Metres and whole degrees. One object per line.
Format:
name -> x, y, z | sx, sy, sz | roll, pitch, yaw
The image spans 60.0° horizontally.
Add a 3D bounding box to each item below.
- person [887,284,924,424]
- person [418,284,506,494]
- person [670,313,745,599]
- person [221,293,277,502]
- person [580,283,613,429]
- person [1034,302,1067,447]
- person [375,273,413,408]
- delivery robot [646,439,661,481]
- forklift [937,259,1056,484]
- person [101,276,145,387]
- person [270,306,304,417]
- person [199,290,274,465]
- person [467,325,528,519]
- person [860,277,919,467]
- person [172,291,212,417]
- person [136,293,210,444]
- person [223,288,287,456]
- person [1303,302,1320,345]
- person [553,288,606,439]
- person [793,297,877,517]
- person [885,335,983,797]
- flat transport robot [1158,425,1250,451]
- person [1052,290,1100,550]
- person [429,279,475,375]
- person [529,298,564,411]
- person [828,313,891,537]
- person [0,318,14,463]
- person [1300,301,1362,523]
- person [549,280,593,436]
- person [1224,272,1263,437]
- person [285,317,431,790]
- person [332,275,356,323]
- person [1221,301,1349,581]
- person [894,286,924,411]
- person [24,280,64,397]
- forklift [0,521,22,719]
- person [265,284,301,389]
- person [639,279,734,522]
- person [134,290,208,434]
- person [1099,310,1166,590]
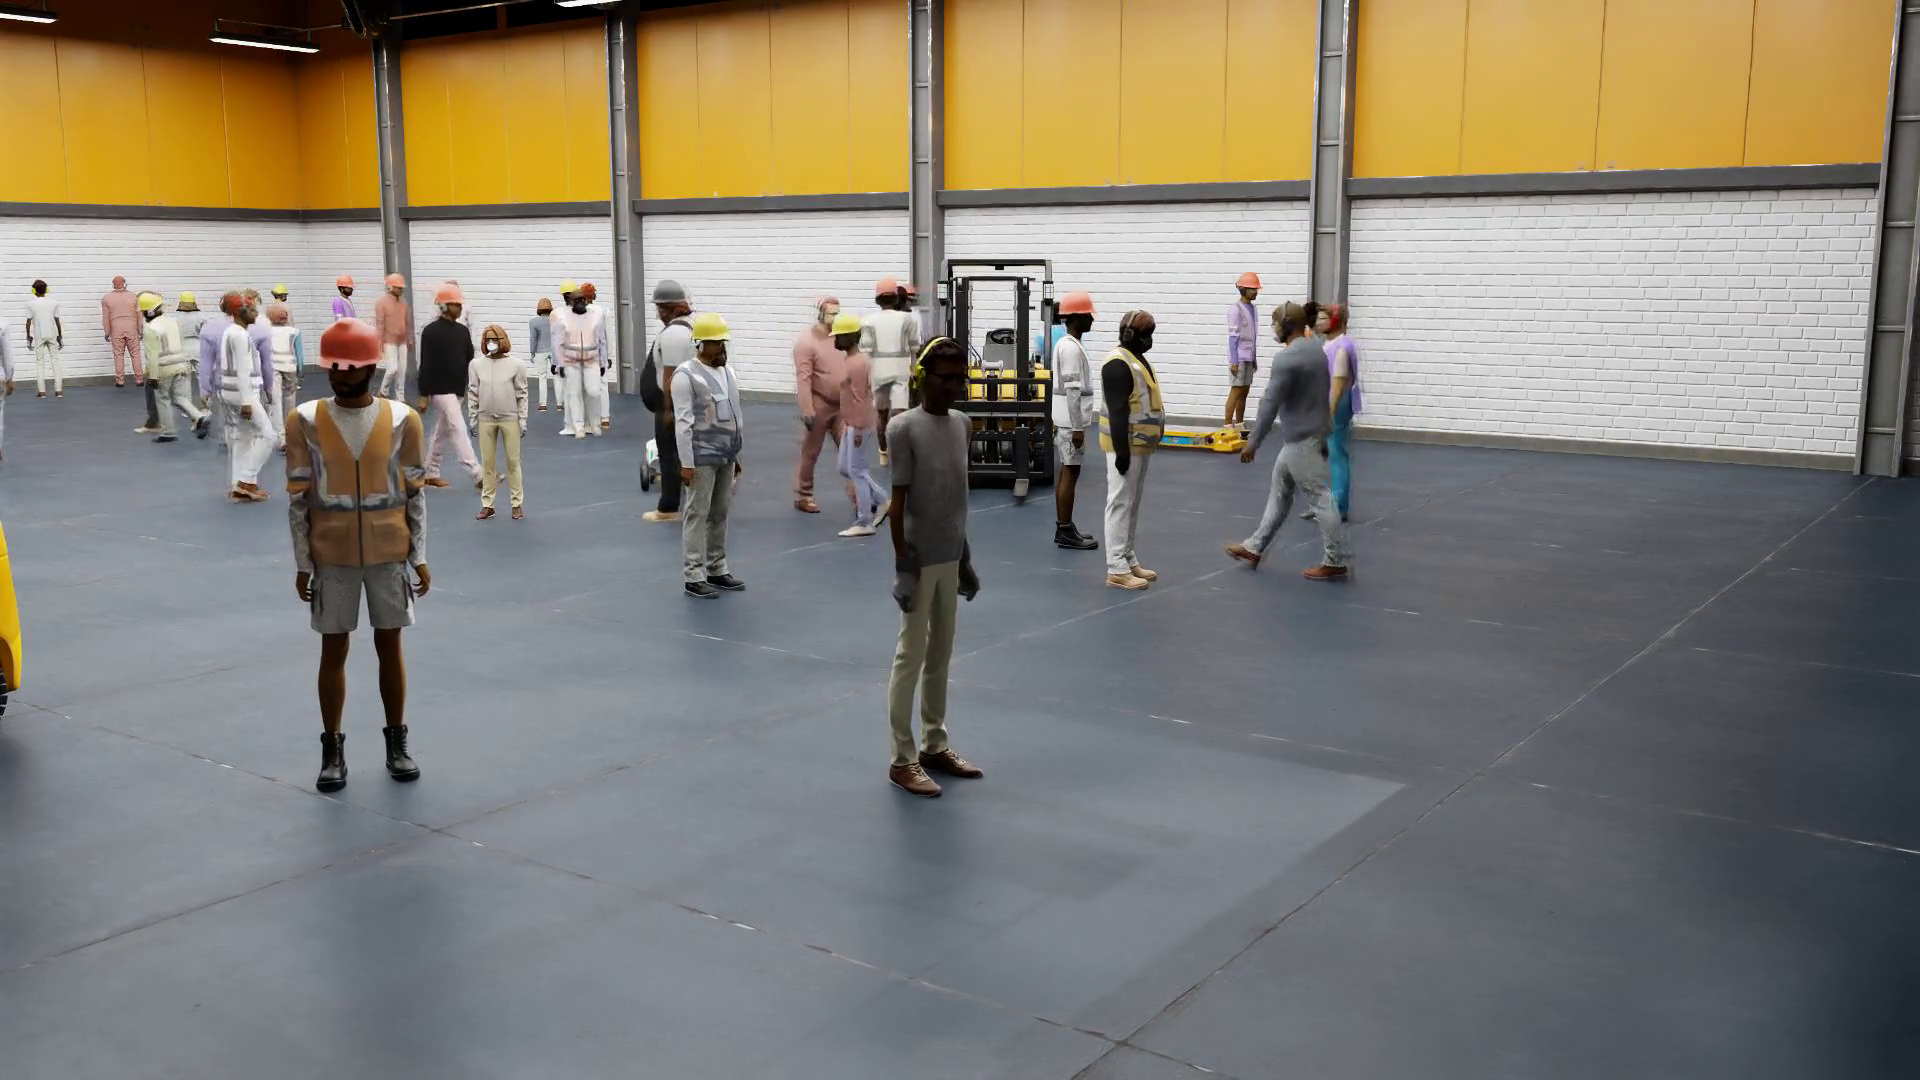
person -> -0.573, -2.410, 21.815 | 0.927, 1.879, 0.555 | 1, 10, 8
person -> -4.689, -1.401, 15.510 | 1.048, 1.932, 0.644 | 3, 10, 18
person -> -1.604, -0.549, 10.752 | 0.404, 1.830, 0.601 | 5, 11, 27
person -> -6.369, -1.260, 14.876 | 0.454, 1.866, 0.622 | -6, 11, -32
person -> -4.742, -2.354, 21.352 | 0.572, 1.883, 0.354 | -4, 10, -24
person -> 1.117, -1.938, 19.445 | 0.555, 1.679, 0.457 | -2, 10, -11
person -> -8.226, -2.887, 24.235 | 0.462, 1.974, 0.629 | 6, 11, 30
delivery robot -> -2.815, -0.819, 15.878 | 0.477, 0.478, 0.707 | -2, 10, -13
forklift -> 0.370, -1.738, 16.759 | 1.214, 2.155, 2.313 | 1, 10, 3
person -> -14.377, -3.580, 28.604 | 0.639, 1.902, 0.406 | -5, 11, -28
person -> -8.566, -2.150, 20.991 | 0.527, 1.598, 0.875 | -4, 10, -21
person -> -6.990, -1.470, 16.096 | 0.641, 1.892, 1.024 | -2, 10, -14
person -> -3.866, -0.984, 13.935 | 0.500, 1.633, 0.280 | 0, 10, -2
person -> -0.723, -1.688, 17.055 | 0.603, 2.009, 1.026 | 0, 10, 1
person -> -10.692, -2.584, 23.137 | 0.487, 1.744, 0.294 | -5, 11, -26
person -> -9.262, -2.001, 19.541 | 0.652, 1.794, 0.630 | 1, 10, 7
person -> -7.844, -1.849, 18.432 | 1.100, 1.878, 0.623 | 5, 11, 27
person -> 4.025, -1.919, 19.335 | 0.317, 1.693, 0.535 | 1, 10, 8
person -> -4.605, -2.135, 20.228 | 0.626, 1.826, 0.495 | -3, 10, -17
person -> -1.080, -1.113, 14.037 | 0.670, 1.852, 0.994 | -8, 13, -40
person -> -0.096, 0.096, 6.823 | 0.335, 1.865, 0.521 | 7, 12, 37
flat transport robot -> 2.586, -1.192, 19.220 | 1.431, 0.197, 0.652 | 6, 11, 30
person -> 0.868, -0.902, 12.531 | 0.350, 1.942, 0.545 | 0, 10, -1
person -> -7.578, -2.947, 24.886 | 0.656, 1.888, 0.760 | -6, 11, -33
person -> -5.944, -2.669, 23.969 | 0.498, 1.633, 0.284 | -4, 10, -23
person -> -0.787, -0.896, 13.055 | 0.499, 1.748, 0.564 | -2, 10, -10
person -> -10.319, -1.737, 17.546 | 0.617, 1.924, 0.702 | -5, 11, -26
person -> 2.999, -1.035, 13.645 | 0.556, 1.825, 0.590 | 0, 10, -1
person -> -4.804, -2.254, 20.629 | 0.592, 1.923, 0.381 | -7, 12, -35
person -> 3.418, -2.190, 19.948 | 0.413, 2.035, 0.607 | 7, 12, 35
person -> -2.462, 0.058, 6.843 | 0.544, 1.933, 0.376 | -4, 10, -22
person -> -9.572, -3.165, 26.018 | 0.357, 1.936, 0.551 | 0, 10, -2
person -> 2.227, -0.675, 11.337 | 1.018, 1.875, 0.658 | 6, 11, 30
person -> -0.579, -2.015, 19.382 | 0.472, 1.880, 0.668 | 5, 11, 25
person -> -14.526, -3.190, 26.394 | 0.526, 1.868, 0.348 | -7, 12, -35
forklift -> -5.296, -0.090, 6.943 | 1.214, 2.155, 2.313 | 7, 12, 35
person -> -11.391, -3.397, 27.916 | 0.526, 1.765, 0.329 | 3, 10, 17
person -> -2.308, -1.157, 13.752 | 0.682, 2.000, 0.702 | 1, 10, 6
person -> -9.893, -2.209, 20.753 | 0.880, 1.811, 0.513 | -1, 10, -9
person -> 1.148, -0.604, 11.070 | 0.430, 1.839, 0.619 | 3, 10, 19
